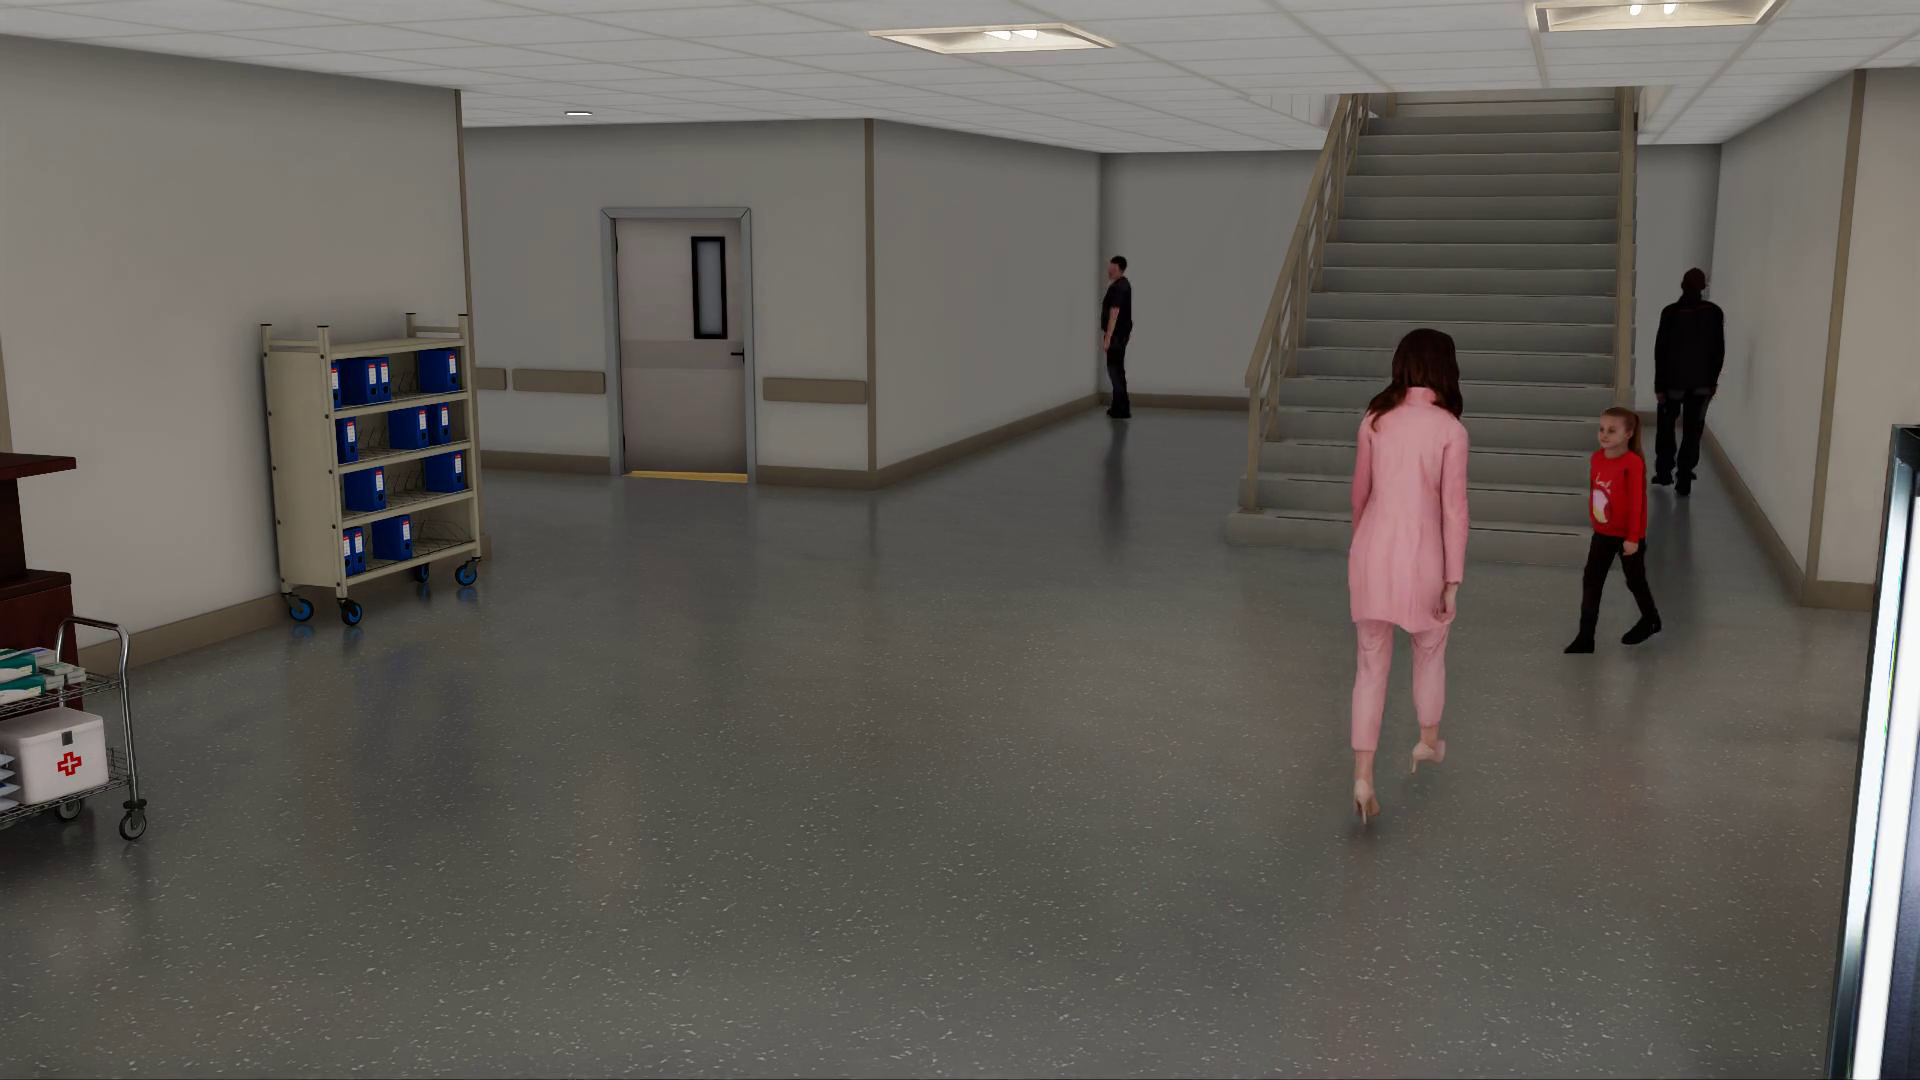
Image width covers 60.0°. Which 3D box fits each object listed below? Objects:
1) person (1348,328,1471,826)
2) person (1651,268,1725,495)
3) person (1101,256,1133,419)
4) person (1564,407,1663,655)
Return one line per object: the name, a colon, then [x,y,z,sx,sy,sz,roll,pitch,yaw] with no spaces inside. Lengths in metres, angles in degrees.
person: [1.555,0.167,5.999,0.788,1.750,1.158,7,13,31]
person: [5.869,-1.263,13.384,0.709,1.807,0.822,3,11,18]
person: [1.778,-2.286,18.739,0.947,1.820,0.618,5,12,25]
person: [3.357,-0.029,8.383,0.968,1.246,0.823,-6,12,-30]
